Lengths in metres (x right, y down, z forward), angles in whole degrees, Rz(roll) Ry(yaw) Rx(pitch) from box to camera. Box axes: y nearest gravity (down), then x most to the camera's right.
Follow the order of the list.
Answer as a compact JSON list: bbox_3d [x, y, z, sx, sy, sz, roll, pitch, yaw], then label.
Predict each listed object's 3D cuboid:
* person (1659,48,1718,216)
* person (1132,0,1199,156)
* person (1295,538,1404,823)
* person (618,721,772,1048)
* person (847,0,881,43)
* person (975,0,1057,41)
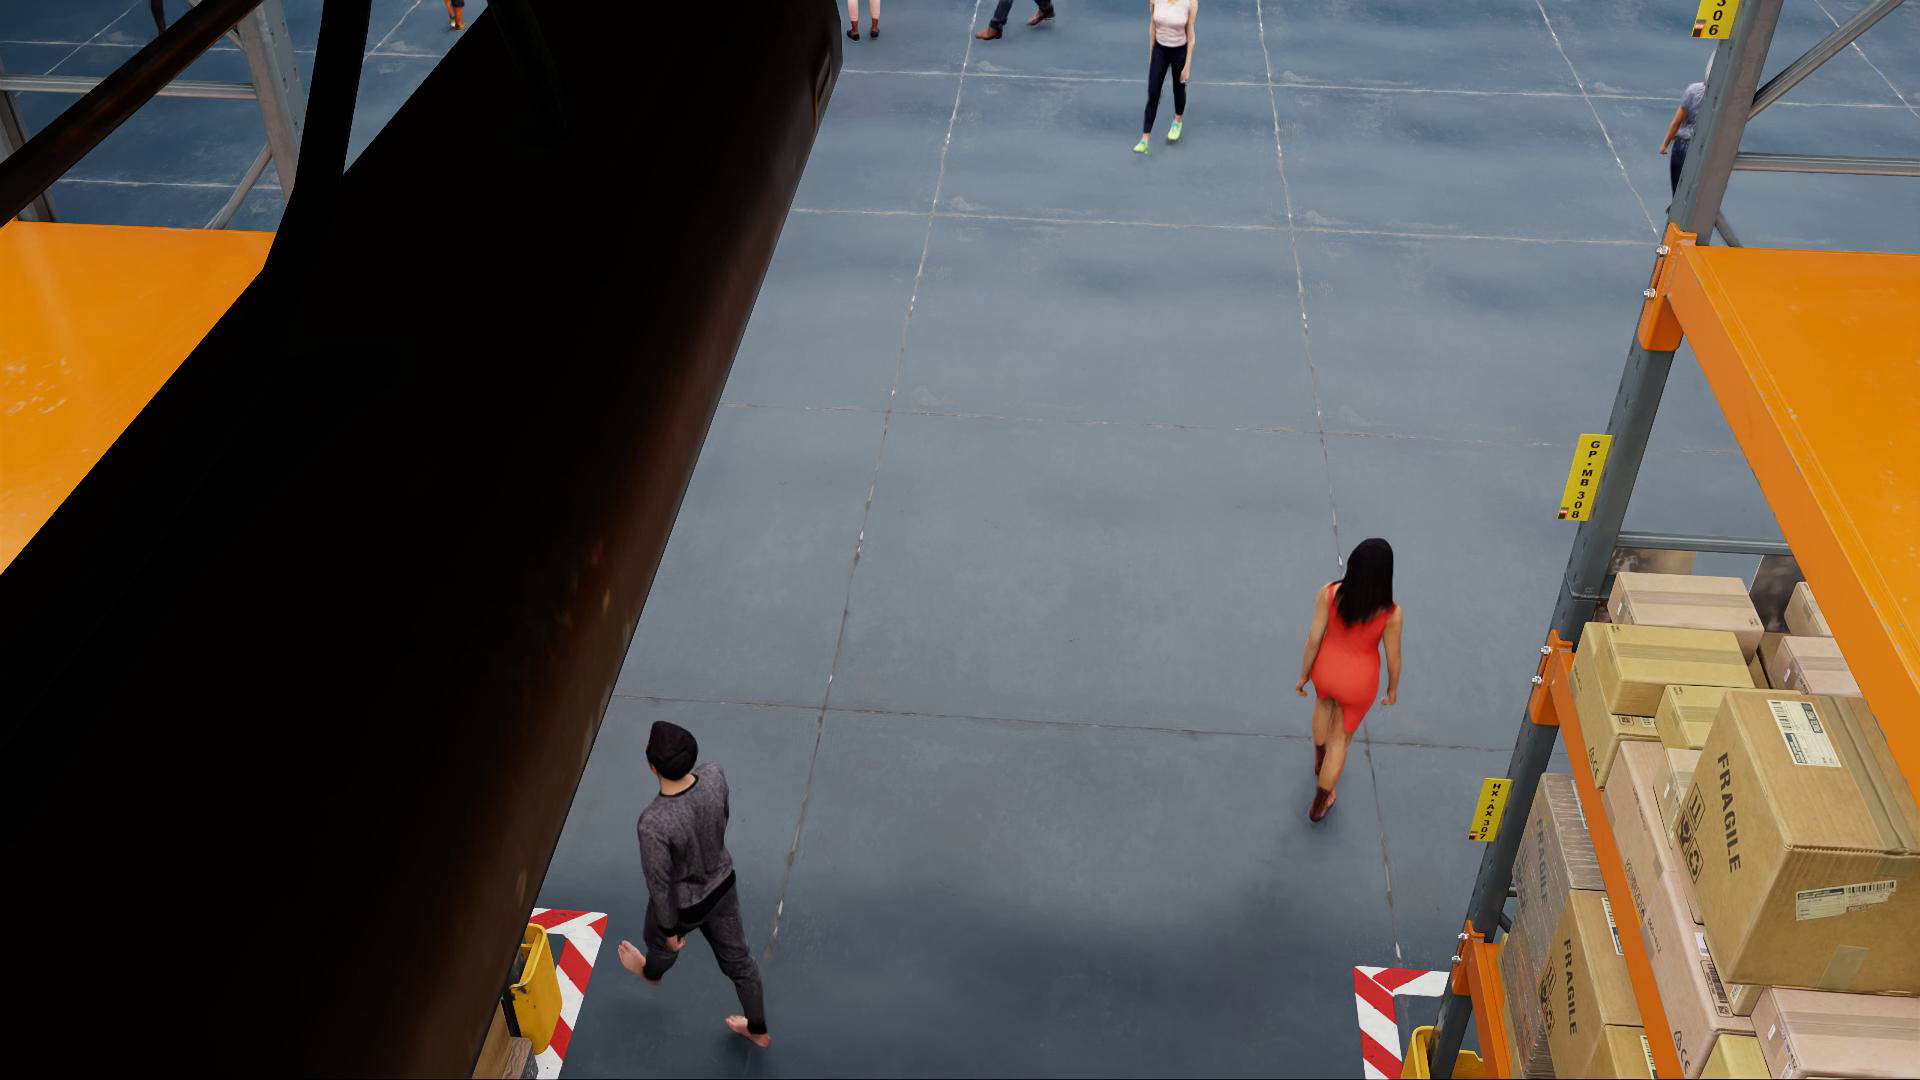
[{"bbox_3d":[5.706,-2.941,12.890,0.563,1.685,1.023,3,38,4],"label":"person"},{"bbox_3d":[1.890,-4.261,14.595,0.862,1.662,1.205,16,41,19],"label":"person"},{"bbox_3d":[1.862,0.744,8.166,0.793,1.701,0.900,18,41,21],"label":"person"},{"bbox_3d":[-1.065,1.530,7.081,1.160,1.801,1.176,28,46,31],"label":"person"},{"bbox_3d":[-0.995,-5.856,16.585,0.678,1.722,0.638,-8,39,-10],"label":"person"},{"bbox_3d":[0.665,-5.981,16.630,1.234,1.863,1.295,-17,41,-21],"label":"person"}]
